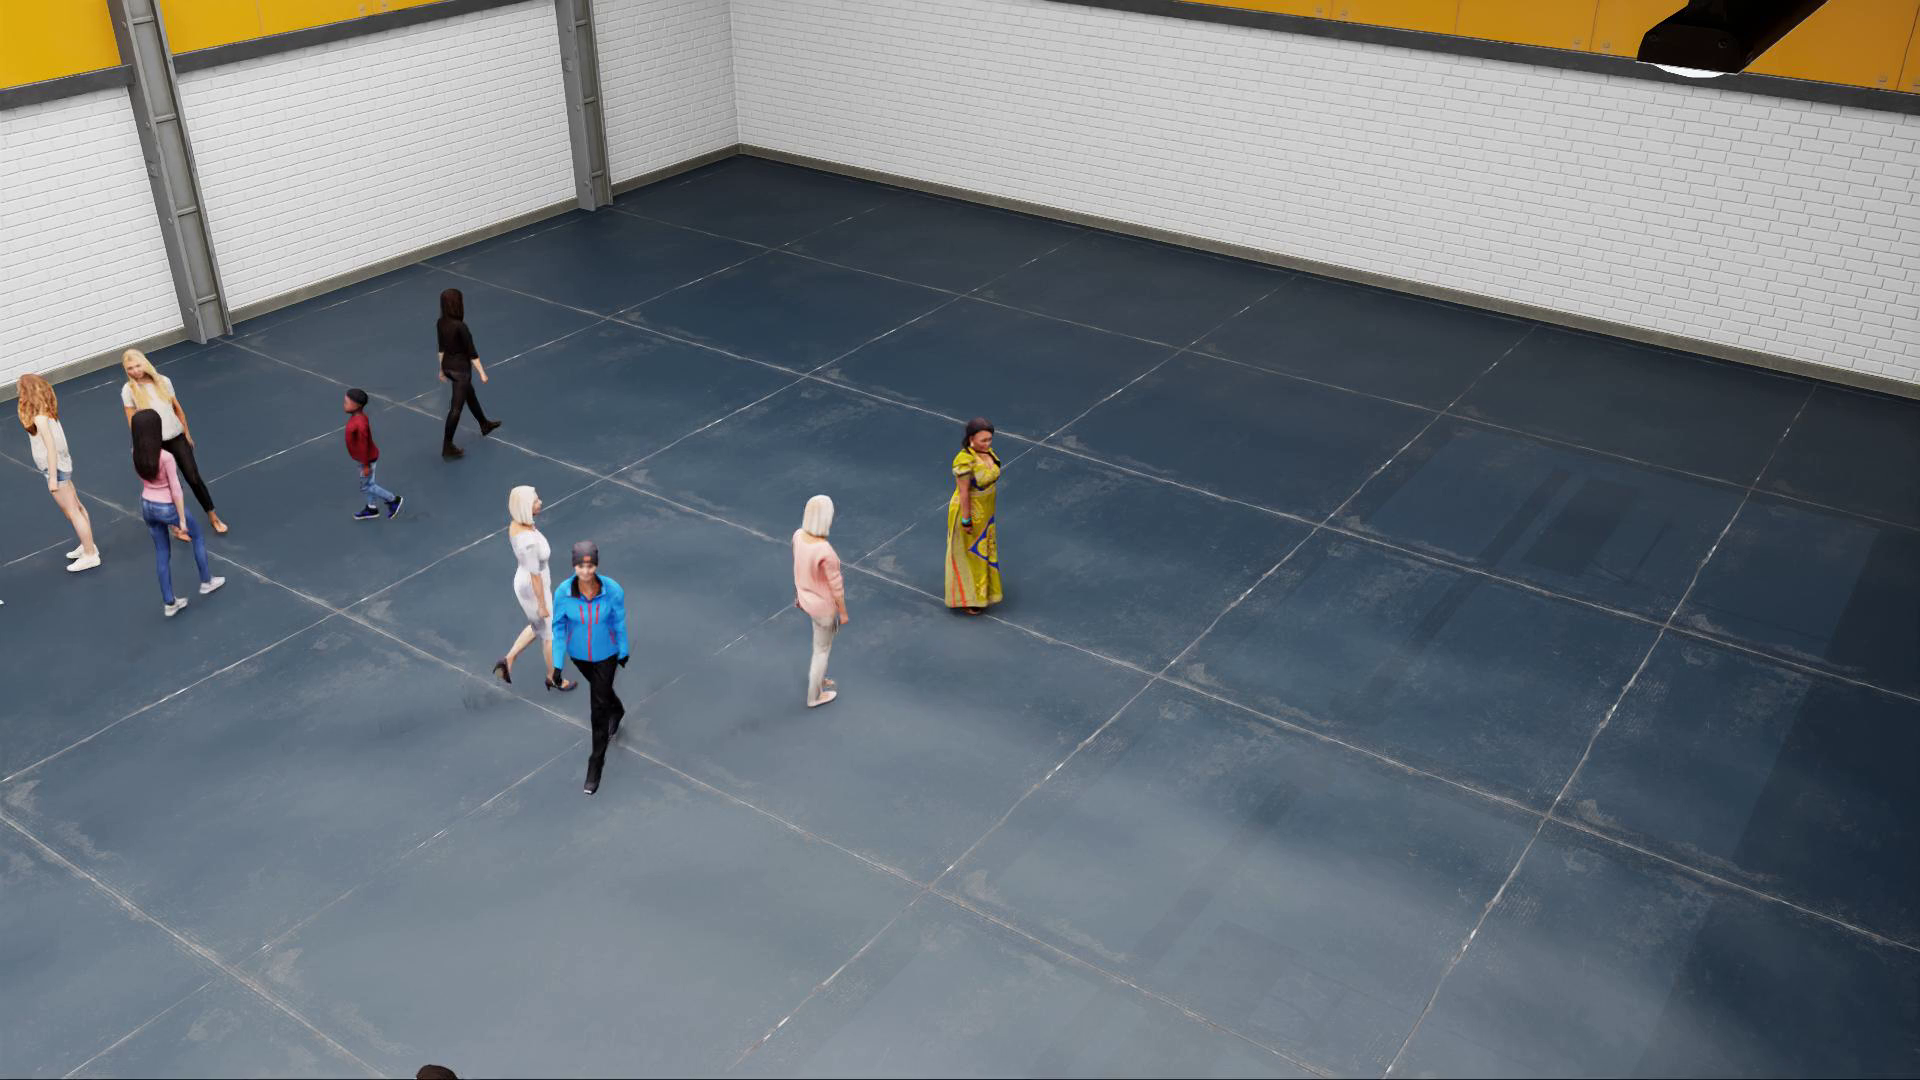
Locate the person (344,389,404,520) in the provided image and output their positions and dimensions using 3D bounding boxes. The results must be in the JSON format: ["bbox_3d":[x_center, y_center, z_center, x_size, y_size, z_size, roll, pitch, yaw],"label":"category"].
[{"bbox_3d":[-5.219,-0.753,14.747,0.760,1.249,0.677,-11,31,-19],"label":"person"}]

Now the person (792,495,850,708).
[{"bbox_3d":[-1.087,0.476,12.007,0.679,1.714,0.680,-22,35,-34],"label":"person"}]

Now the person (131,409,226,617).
[{"bbox_3d":[-6.380,-0.192,13.223,0.769,1.722,0.934,6,29,10],"label":"person"}]

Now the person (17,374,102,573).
[{"bbox_3d":[-7.522,-0.578,13.894,0.662,1.759,0.641,-11,30,-19],"label":"person"}]

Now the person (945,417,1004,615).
[{"bbox_3d":[0.111,-0.225,13.351,0.966,1.659,0.783,13,31,22],"label":"person"}]

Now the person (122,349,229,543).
[{"bbox_3d":[-6.888,-0.810,14.266,0.770,1.809,0.572,16,32,27],"label":"person"}]

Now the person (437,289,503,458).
[{"bbox_3d":[-4.843,-1.560,15.861,0.598,1.598,1.035,19,34,31],"label":"person"}]

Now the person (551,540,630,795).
[{"bbox_3d":[-2.498,0.762,11.449,1.026,1.746,1.284,3,29,6],"label":"person"}]

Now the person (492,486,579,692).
[{"bbox_3d":[-3.174,0.399,12.129,0.931,1.733,0.802,-13,31,-23],"label":"person"}]
